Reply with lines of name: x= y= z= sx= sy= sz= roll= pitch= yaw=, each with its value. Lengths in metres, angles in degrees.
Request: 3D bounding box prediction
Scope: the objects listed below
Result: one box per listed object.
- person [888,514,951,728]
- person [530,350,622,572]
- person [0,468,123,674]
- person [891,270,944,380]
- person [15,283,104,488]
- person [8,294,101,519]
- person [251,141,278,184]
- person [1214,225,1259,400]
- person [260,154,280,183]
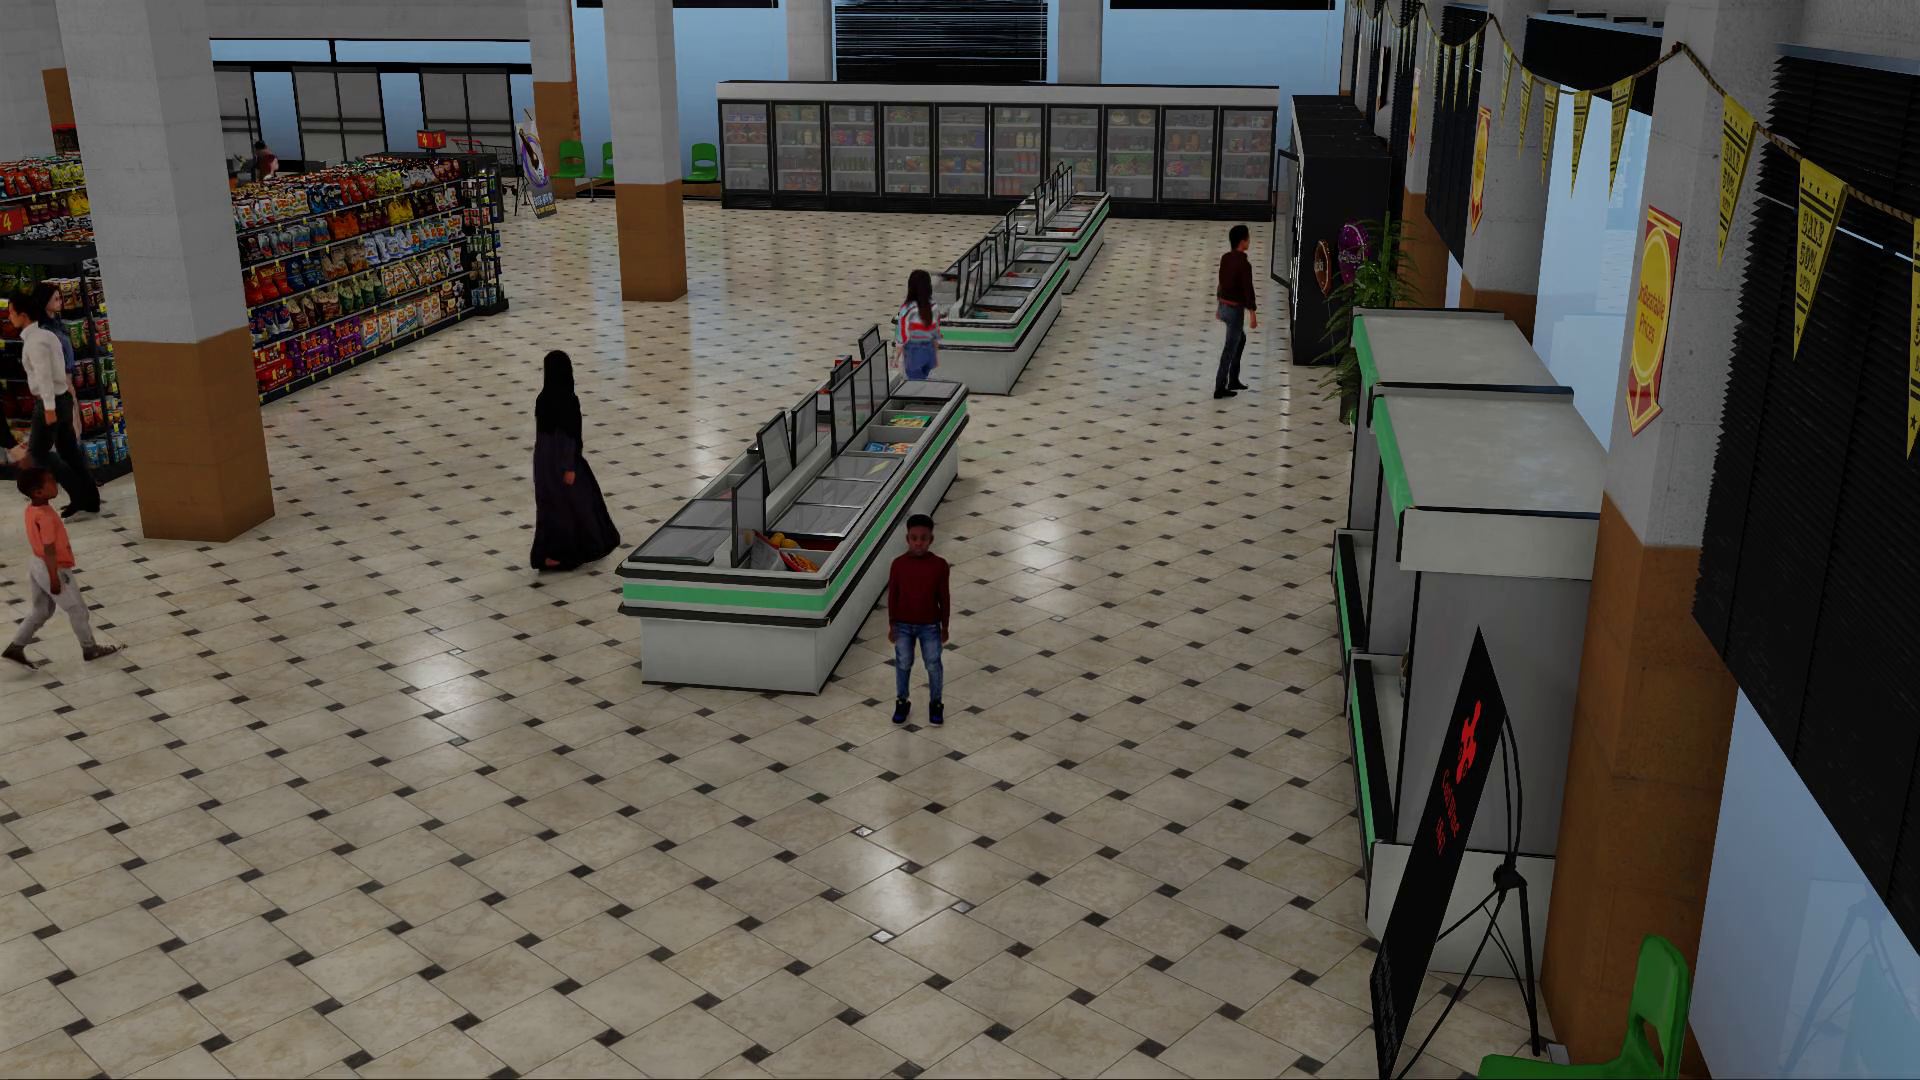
person: x=-0.238 y=0.447 z=9.553 sx=0.502 sy=1.255 sz=0.479 roll=3 pitch=19 yaw=8
person: x=-2.932 y=-0.545 z=11.943 sx=1.072 sy=1.607 sz=0.938 roll=-15 pitch=24 yaw=-37
person: x=-5.665 y=0.195 z=10.229 sx=0.940 sy=1.300 sz=0.814 roll=-17 pitch=25 yaw=-41
person: x=-0.315 y=-1.653 z=15.249 sx=0.829 sy=1.595 sz=0.873 roll=-18 pitch=25 yaw=-42
person: x=-7.548 y=-1.231 z=13.740 sx=0.886 sy=1.759 sz=0.891 roll=-6 pitch=19 yaw=-17
person: x=-7.125 y=-1.046 z=13.143 sx=0.864 sy=1.790 sz=0.778 roll=-8 pitch=20 yaw=-21
person: x=-10.347 y=-4.953 z=24.647 sx=1.088 sy=1.844 sz=1.025 roll=-16 pitch=24 yaw=-39
person: x=2.699 y=-2.297 z=16.894 sx=0.880 sy=1.765 sz=0.802 roll=-7 pitch=20 yaw=-21
person: x=-9.926 y=-4.608 z=23.835 sx=1.146 sy=1.708 sz=1.140 roll=-11 pitch=21 yaw=-29
